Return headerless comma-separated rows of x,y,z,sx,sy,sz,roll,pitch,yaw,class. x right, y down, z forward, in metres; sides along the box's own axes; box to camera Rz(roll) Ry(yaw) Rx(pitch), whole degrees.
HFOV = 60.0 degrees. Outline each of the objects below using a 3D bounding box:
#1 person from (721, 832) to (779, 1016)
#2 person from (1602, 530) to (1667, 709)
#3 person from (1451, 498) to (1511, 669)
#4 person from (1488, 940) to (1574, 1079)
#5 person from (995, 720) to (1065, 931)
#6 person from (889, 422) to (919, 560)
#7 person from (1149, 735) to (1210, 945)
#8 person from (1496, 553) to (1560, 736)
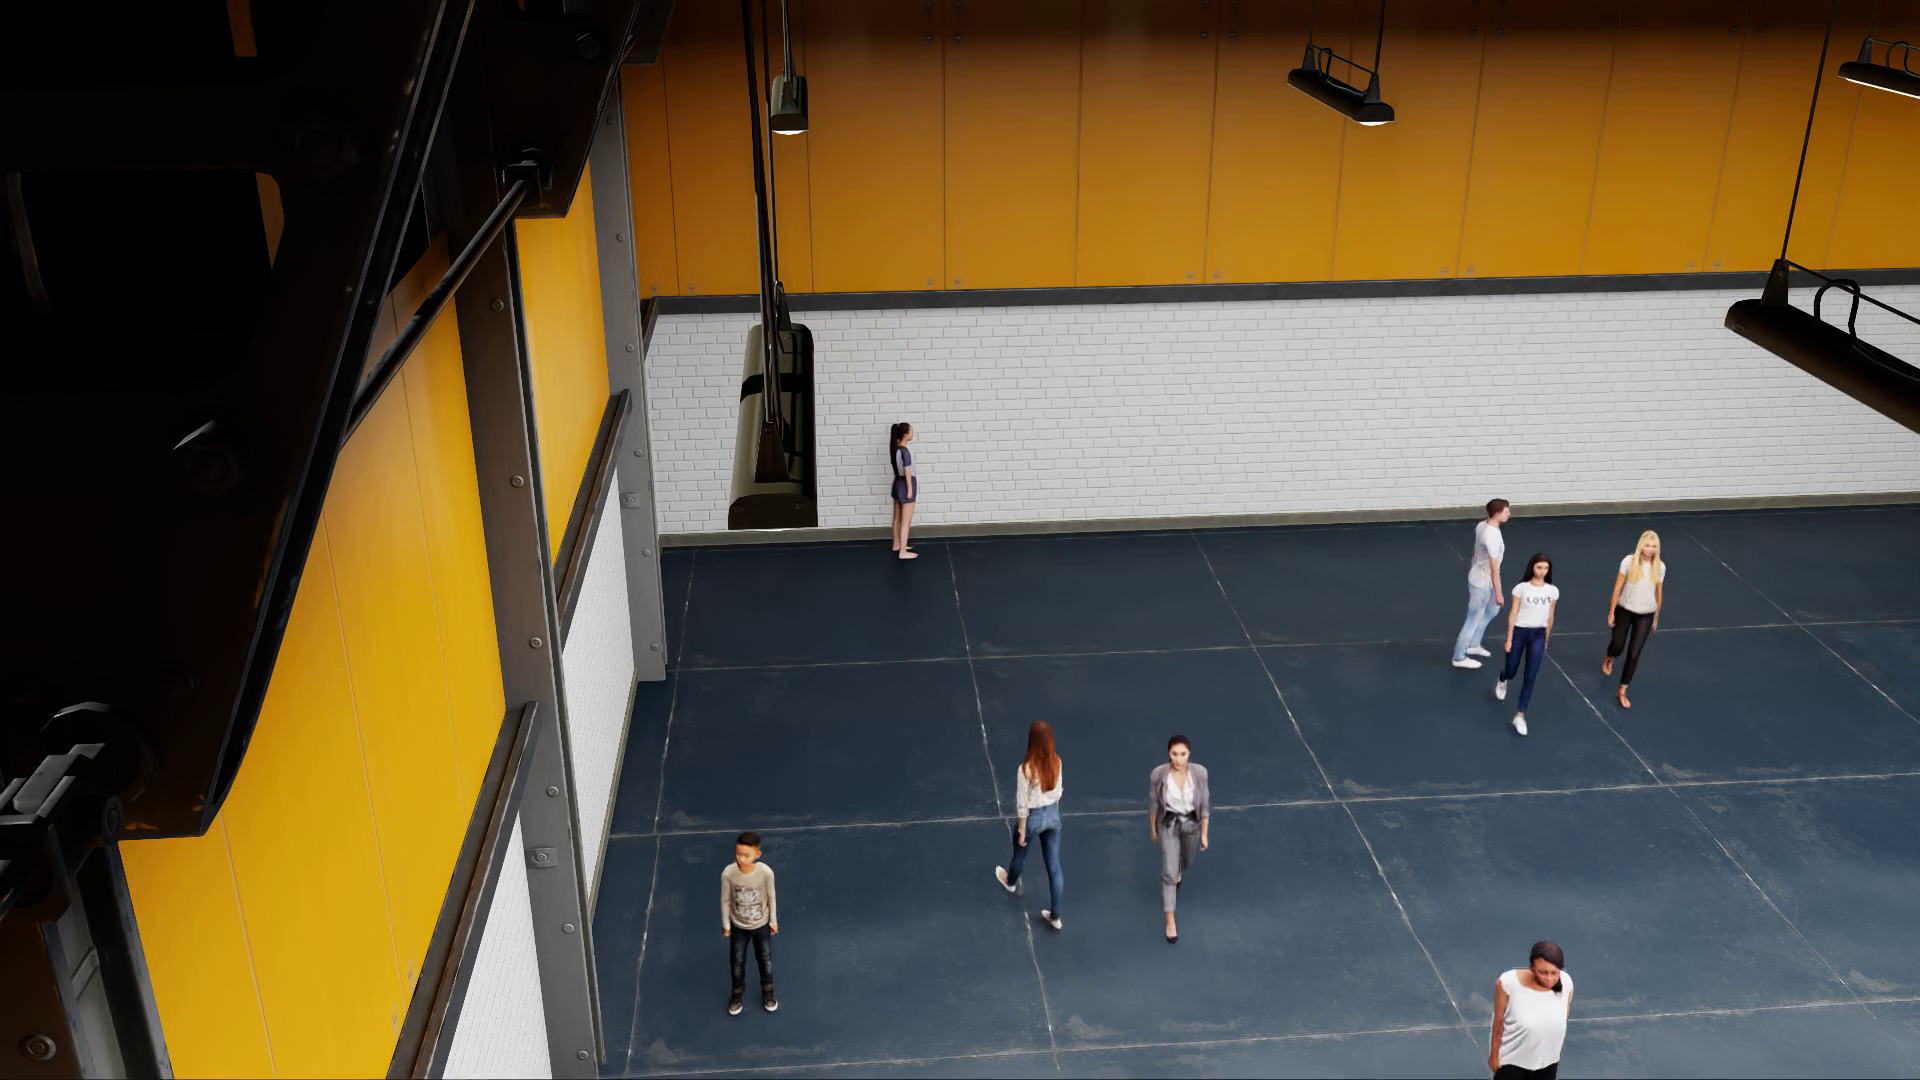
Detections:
-1.508,2.733,11.973,0.543,1.462,0.492,-3,24,-6,person
6.533,0.706,16.180,0.770,1.807,0.978,4,24,9,person
5.167,0.438,16.758,0.798,1.834,0.681,3,24,8,person
3.604,3.215,10.603,0.680,1.677,0.653,1,24,3,person
0.657,2.230,12.838,0.845,1.691,1.130,-11,26,-24,person
-0.674,-0.586,19.334,0.716,1.649,0.572,-11,26,-24,person
1.699,2.223,12.912,0.640,1.644,1.068,-1,24,-2,person
5.334,0.919,15.752,0.682,1.759,0.992,1,24,2,person
